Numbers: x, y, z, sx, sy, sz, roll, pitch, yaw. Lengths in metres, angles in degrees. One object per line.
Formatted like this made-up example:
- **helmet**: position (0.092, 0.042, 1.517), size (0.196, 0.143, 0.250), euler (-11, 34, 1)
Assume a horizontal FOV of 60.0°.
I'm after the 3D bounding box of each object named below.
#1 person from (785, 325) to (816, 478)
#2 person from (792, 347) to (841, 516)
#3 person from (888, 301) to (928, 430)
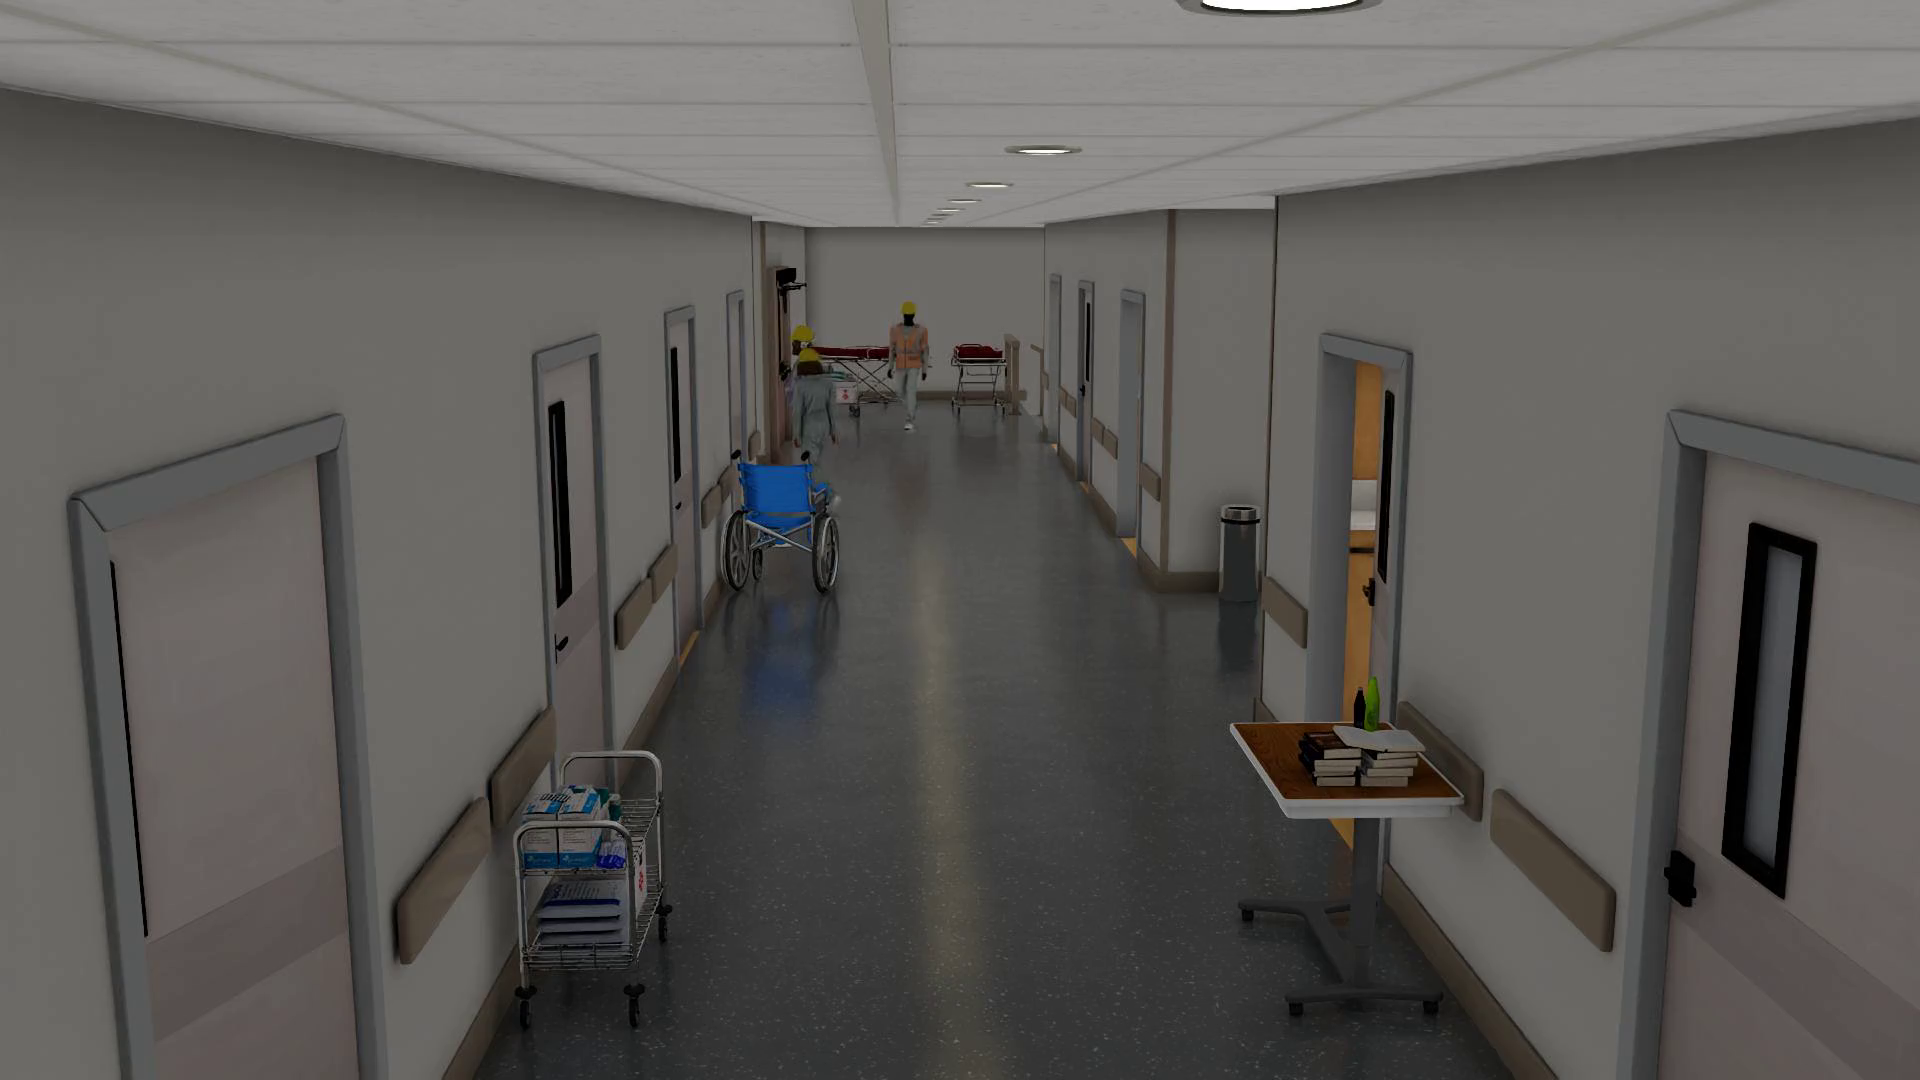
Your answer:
- **person**: position (-1.778, -1.512, 18.852), size (0.404, 1.837, 0.590), euler (-1, 10, -7)
- **person**: position (-1.446, -1.104, 16.925), size (0.488, 1.711, 0.800), euler (-9, 14, -41)
- **person**: position (-0.753, -2.615, 24.813), size (0.599, 1.904, 0.746), euler (3, 11, 17)
